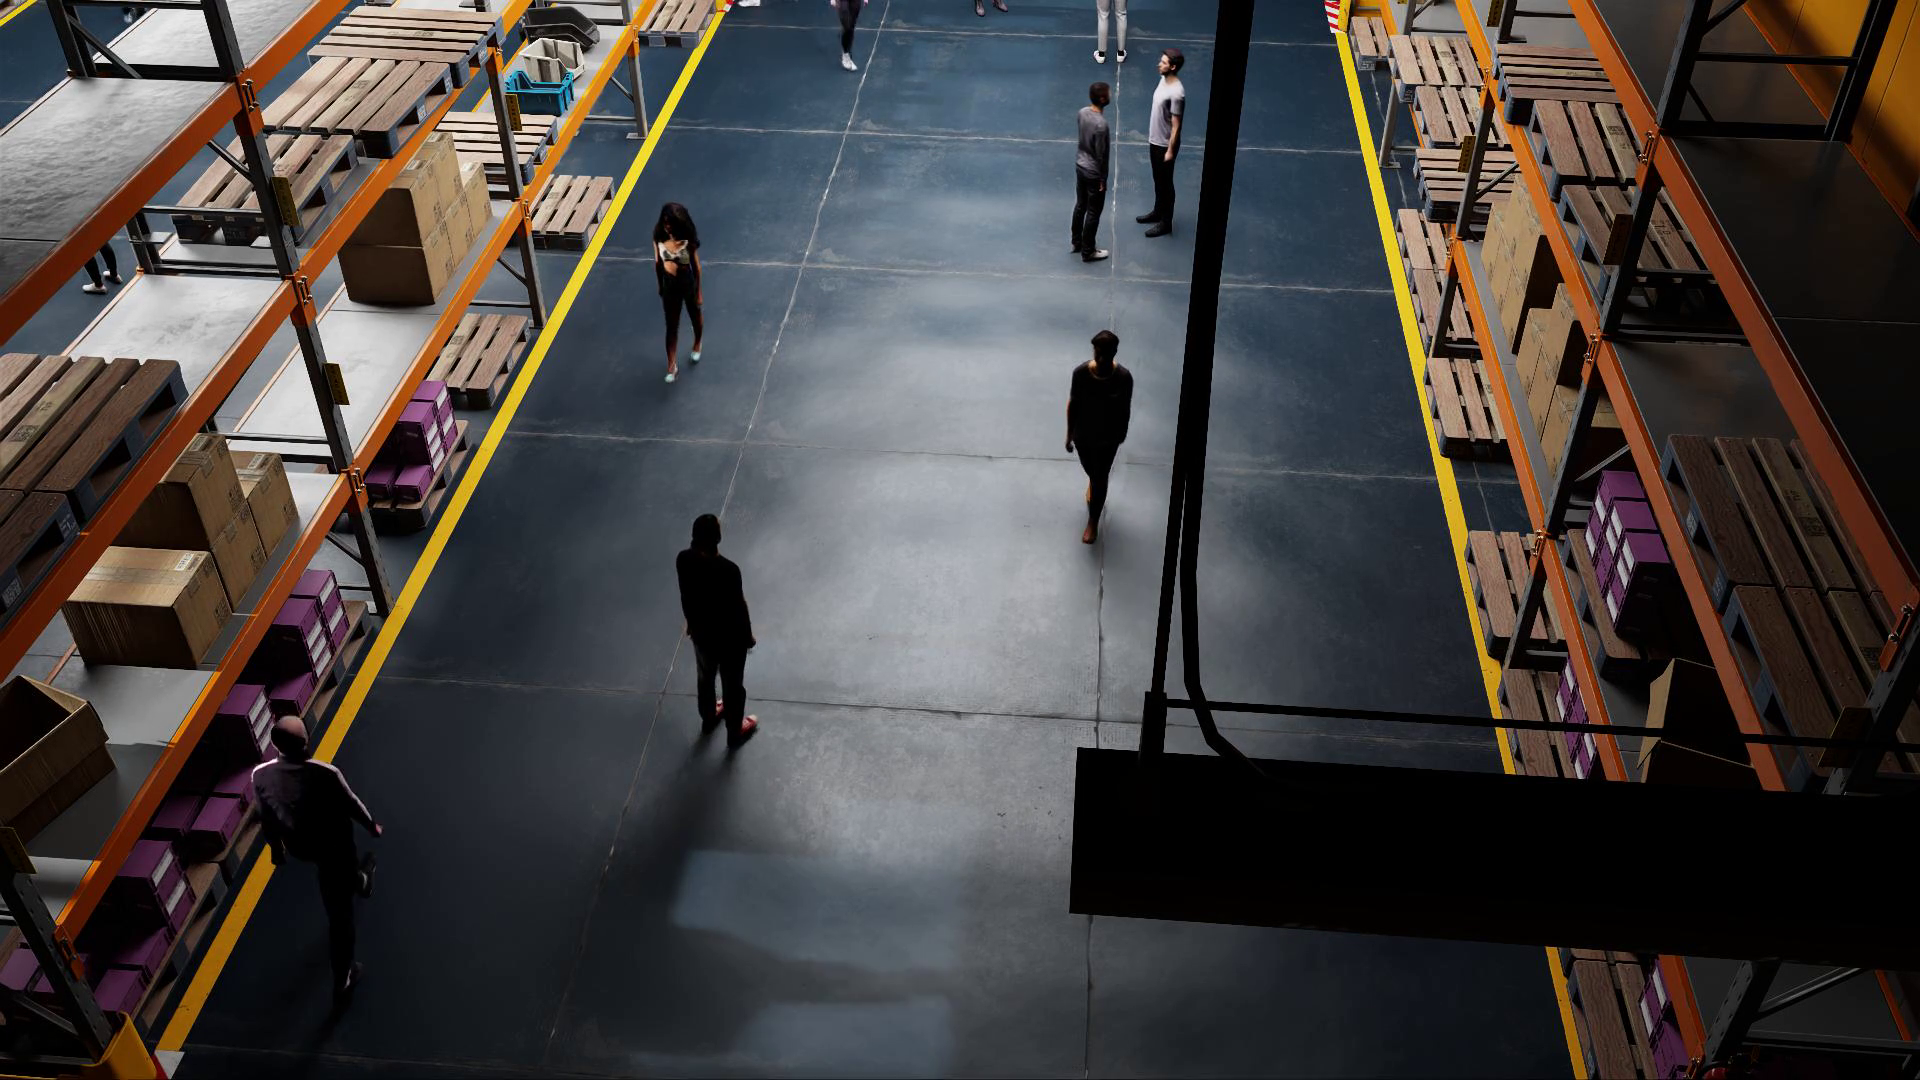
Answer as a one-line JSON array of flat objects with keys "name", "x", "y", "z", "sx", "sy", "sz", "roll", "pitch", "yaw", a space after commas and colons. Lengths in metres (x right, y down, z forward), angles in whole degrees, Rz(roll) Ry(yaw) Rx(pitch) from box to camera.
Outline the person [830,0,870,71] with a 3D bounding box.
[{"name": "person", "x": -1.337, "y": -6.353, "z": 19.392, "sx": 0.705, "sy": 1.733, "sz": 0.747, "roll": -18, "pitch": 42, "yaw": -21}]

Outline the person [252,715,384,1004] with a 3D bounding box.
[{"name": "person", "x": -3.542, "y": 1.787, "z": 9.167, "sx": 0.713, "sy": 1.773, "sz": 1.233, "roll": 2, "pitch": 39, "yaw": 3}]

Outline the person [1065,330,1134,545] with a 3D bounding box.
[{"name": "person", "x": 1.039, "y": -0.885, "z": 12.589, "sx": 0.756, "sy": 1.678, "sz": 1.121, "roll": 10, "pitch": 40, "yaw": 12}]

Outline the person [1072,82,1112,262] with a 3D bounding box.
[{"name": "person", "x": 1.248, "y": -3.505, "z": 15.803, "sx": 0.752, "sy": 1.761, "sz": 0.654, "roll": -20, "pitch": 43, "yaw": -23}]

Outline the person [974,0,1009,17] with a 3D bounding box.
[{"name": "person", "x": 0.394, "y": -7.542, "z": 20.800, "sx": 0.747, "sy": 1.833, "sz": 0.754, "roll": -15, "pitch": 41, "yaw": -18}]

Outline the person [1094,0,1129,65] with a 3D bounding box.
[{"name": "person", "x": 1.800, "y": -6.576, "z": 19.498, "sx": 0.734, "sy": 1.949, "sz": 0.611, "roll": -1, "pitch": 39, "yaw": -1}]

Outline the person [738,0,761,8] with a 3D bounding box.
[{"name": "person", "x": -2.592, "y": -7.687, "z": 21.007, "sx": 0.773, "sy": 1.801, "sz": 0.578, "roll": 8, "pitch": 39, "yaw": 10}]

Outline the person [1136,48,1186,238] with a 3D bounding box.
[{"name": "person", "x": 2.005, "y": -3.880, "z": 16.190, "sx": 0.782, "sy": 1.863, "sz": 0.592, "roll": -7, "pitch": 39, "yaw": -9}]

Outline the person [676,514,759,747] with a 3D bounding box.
[{"name": "person", "x": -1.564, "y": 0.582, "z": 10.691, "sx": 0.706, "sy": 1.754, "sz": 0.679, "roll": 18, "pitch": 42, "yaw": 22}]

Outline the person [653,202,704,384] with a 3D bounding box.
[{"name": "person", "x": -2.361, "y": -2.194, "z": 14.293, "sx": 0.609, "sy": 1.597, "sz": 0.939, "roll": 5, "pitch": 39, "yaw": 7}]
